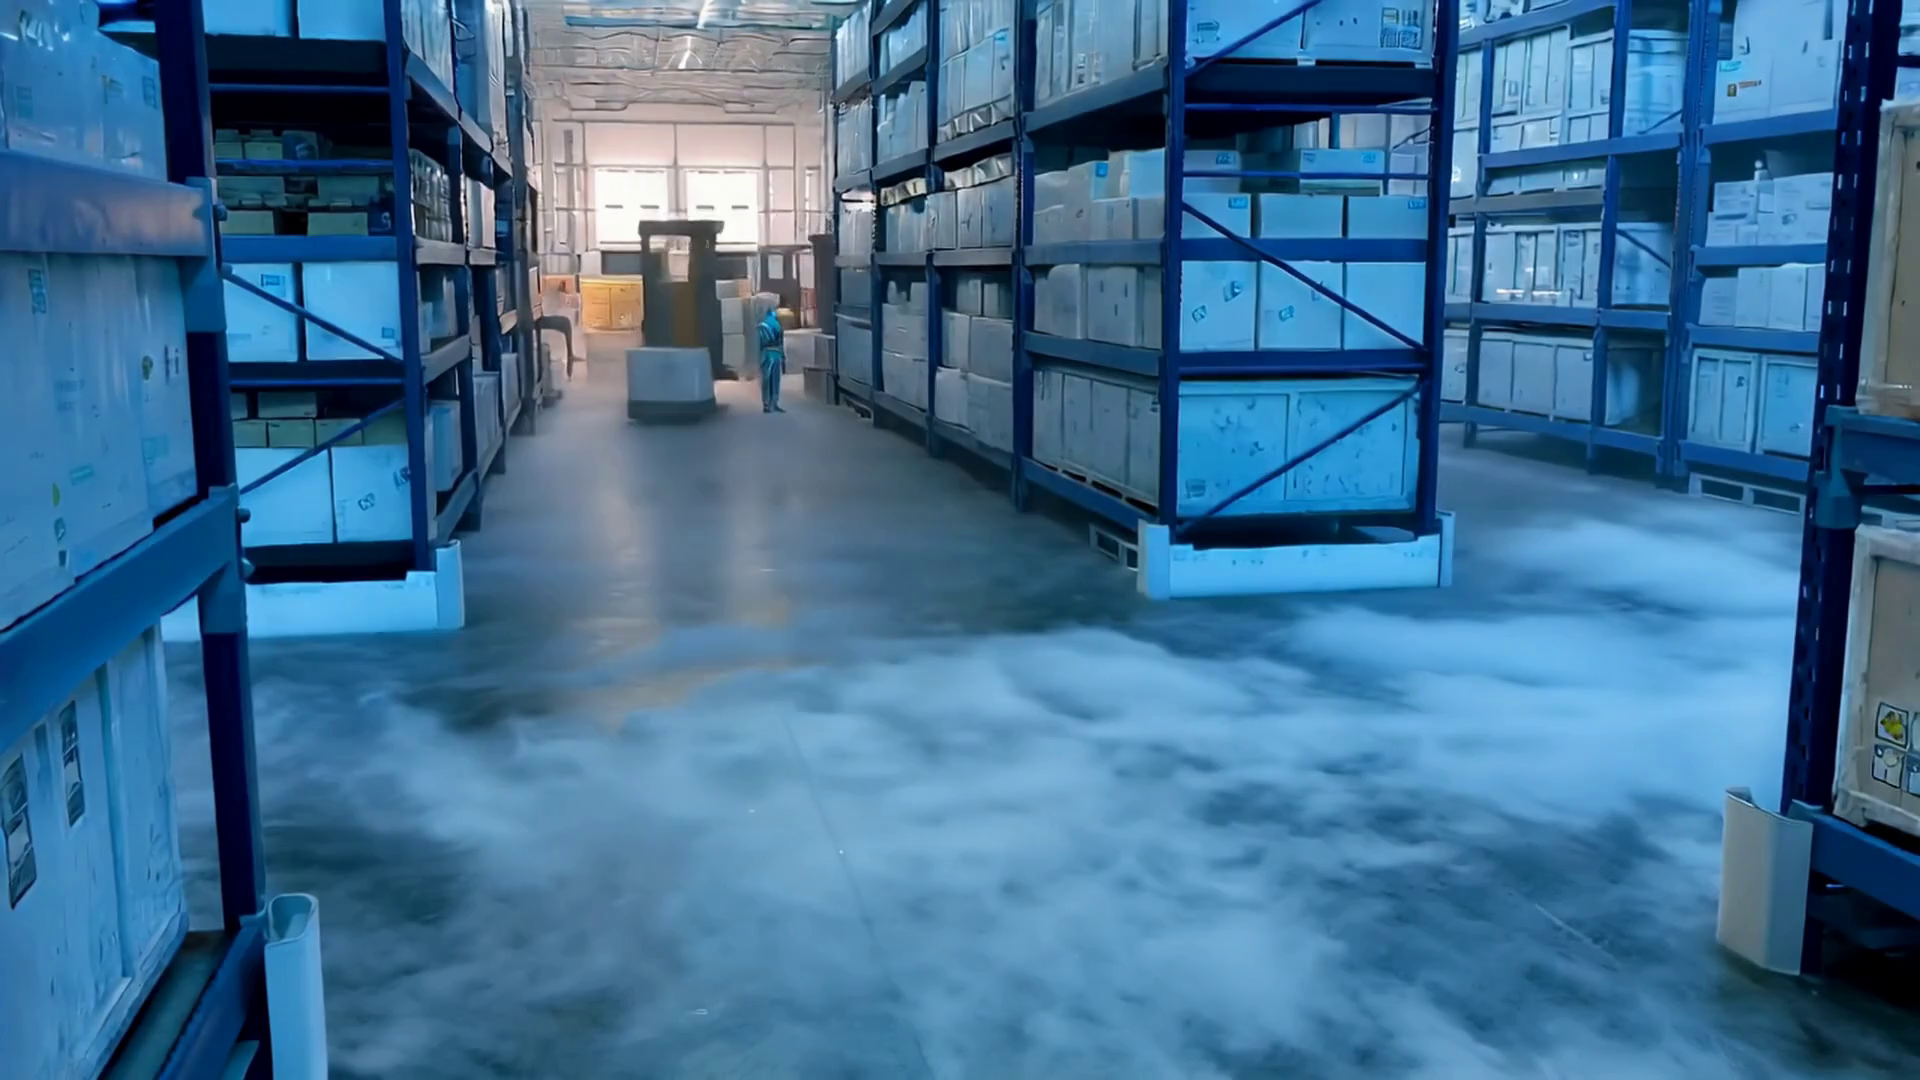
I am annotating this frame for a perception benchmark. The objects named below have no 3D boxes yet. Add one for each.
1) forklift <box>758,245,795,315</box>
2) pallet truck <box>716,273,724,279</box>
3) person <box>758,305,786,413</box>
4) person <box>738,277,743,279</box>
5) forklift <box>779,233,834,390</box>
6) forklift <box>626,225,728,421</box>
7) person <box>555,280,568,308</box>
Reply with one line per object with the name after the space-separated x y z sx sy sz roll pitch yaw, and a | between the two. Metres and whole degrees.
-5.014 -6.667 45.464 1.129 2.768 1.873 4 10 21 | forklift
-8.580 -8.986 62.280 1.885 1.965 0.823 1 9 5 | pallet truck
-2.874 -2.755 25.392 0.307 1.641 0.513 7 12 37 | person
-6.489 -6.822 49.334 0.557 1.924 0.495 -6 11 -32 | person
-2.451 -4.166 30.214 1.873 2.768 1.129 -3 10 -18 | forklift
-4.149 -3.184 24.229 1.129 2.768 1.873 1 9 4 | forklift
-10.144 -5.627 42.123 0.980 1.905 0.644 -1 9 -4 | person
